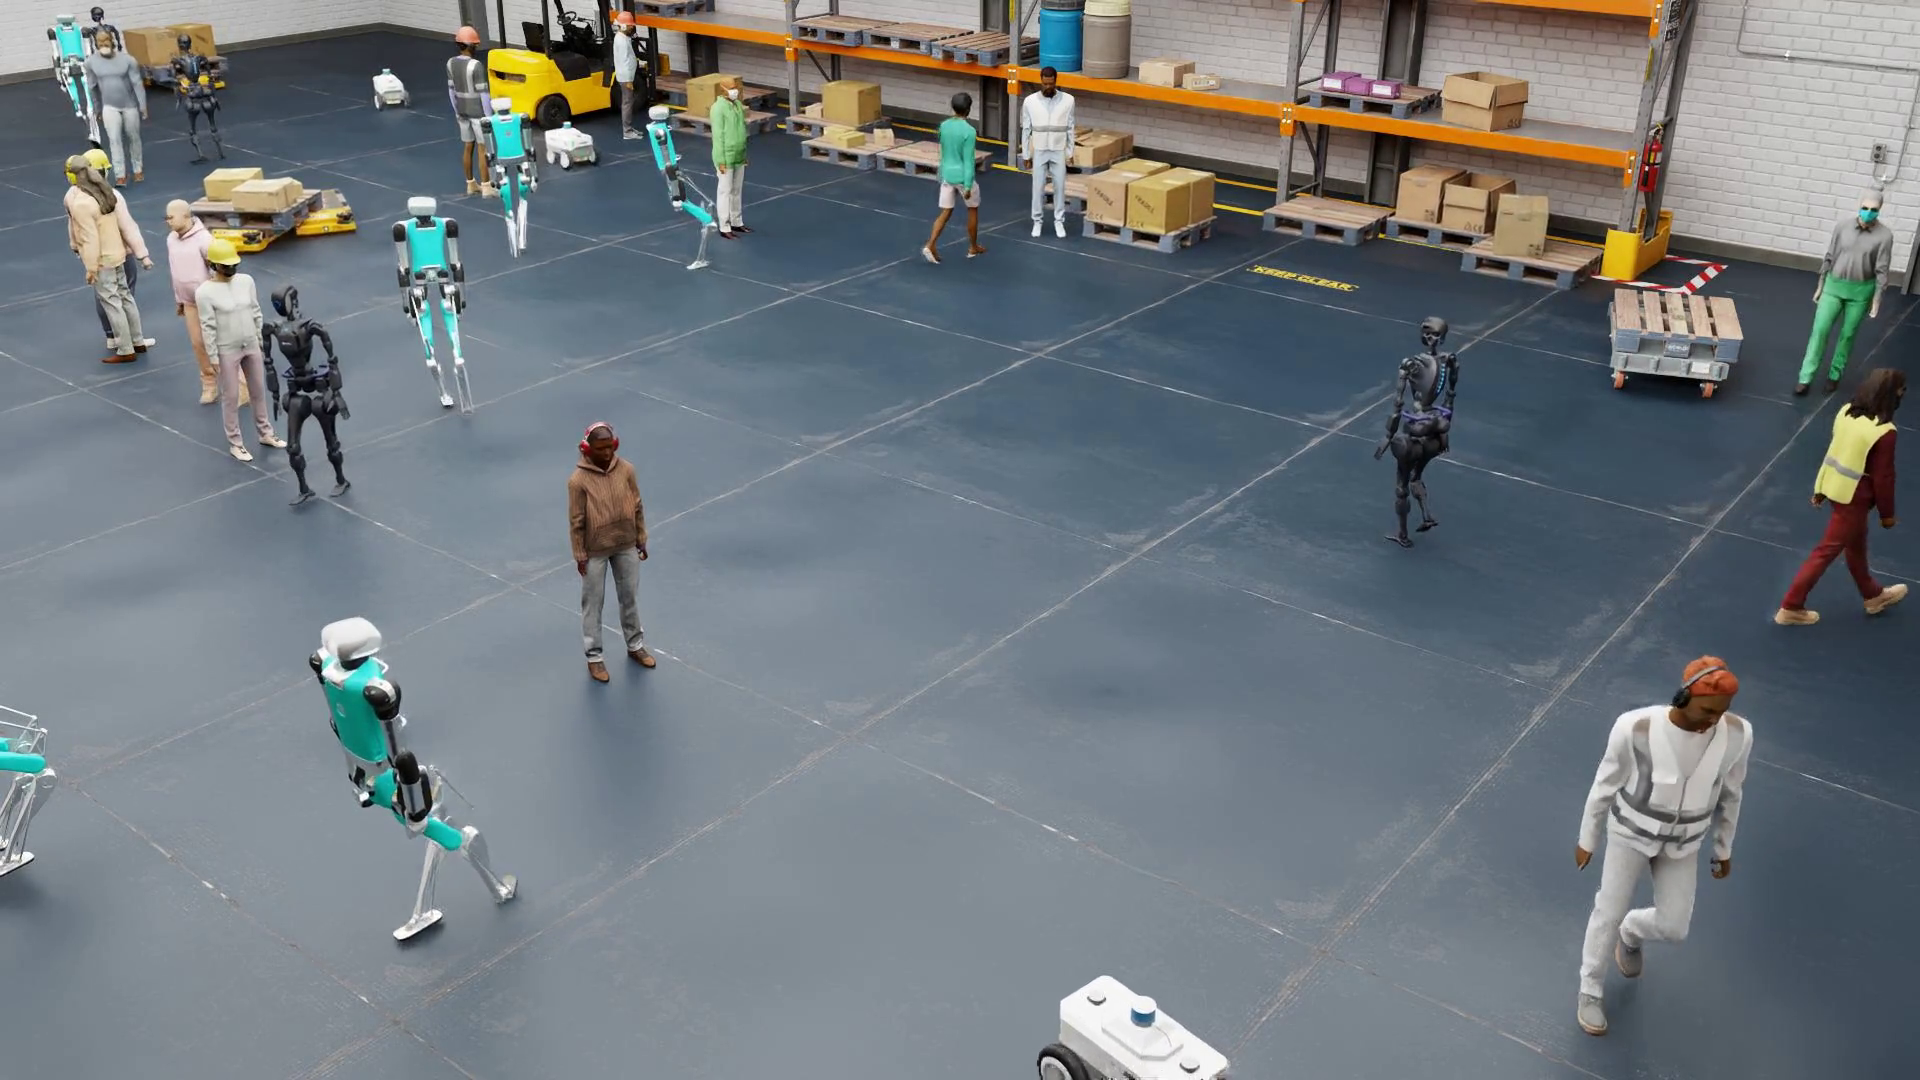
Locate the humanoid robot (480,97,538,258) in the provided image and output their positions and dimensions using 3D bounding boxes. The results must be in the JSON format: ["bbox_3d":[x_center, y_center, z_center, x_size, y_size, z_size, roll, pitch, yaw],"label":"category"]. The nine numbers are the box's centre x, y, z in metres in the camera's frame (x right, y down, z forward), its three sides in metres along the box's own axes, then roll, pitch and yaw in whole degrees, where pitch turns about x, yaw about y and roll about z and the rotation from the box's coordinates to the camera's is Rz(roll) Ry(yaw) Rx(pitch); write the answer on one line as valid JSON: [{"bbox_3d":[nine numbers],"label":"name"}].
[{"bbox_3d":[-4.875,-3.897,18.054,0.553,1.872,0.746,-10,28,-20],"label":"humanoid robot"}]

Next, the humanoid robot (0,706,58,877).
[{"bbox_3d":[-4.724,0.836,7.996,0.735,1.677,0.533,-21,33,-37],"label":"humanoid robot"}]

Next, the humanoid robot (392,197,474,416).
[{"bbox_3d":[-4.328,-1.854,13.839,0.546,1.881,0.822,-11,28,-21],"label":"humanoid robot"}]

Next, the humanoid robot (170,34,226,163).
[{"bbox_3d":[-10.126,-5.866,22.094,0.394,1.639,0.593,20,32,35],"label":"humanoid robot"}]

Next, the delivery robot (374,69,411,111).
[{"bbox_3d":[-8.776,-6.913,25.581,0.499,0.614,0.818,-12,28,-24],"label":"delivery robot"}]

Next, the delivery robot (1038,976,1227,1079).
[{"bbox_3d":[0.728,2.133,6.832,0.499,0.602,0.801,-21,33,-36],"label":"delivery robot"}]

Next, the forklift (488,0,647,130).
[{"bbox_3d":[-5.874,-7.334,24.552,1.214,2.155,2.313,19,32,34],"label":"forklift"}]

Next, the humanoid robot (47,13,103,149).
[{"bbox_3d":[-12.162,-6.282,22.934,0.531,1.798,0.967,-11,28,-22],"label":"humanoid robot"}]

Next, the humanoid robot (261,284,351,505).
[{"bbox_3d":[-4.768,-1.053,12.139,0.604,1.646,0.557,2,26,5],"label":"humanoid robot"}]

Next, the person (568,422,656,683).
[{"bbox_3d":[-2.086,0.052,9.881,0.460,1.644,0.314,-16,30,-30],"label":"person"}]

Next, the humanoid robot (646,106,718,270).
[{"bbox_3d":[-2.842,-3.676,17.531,0.809,1.792,0.535,-7,27,-14],"label":"humanoid robot"}]

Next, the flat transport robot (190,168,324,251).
[{"bbox_3d":[-8.018,-3.570,18.965,0.659,0.231,1.431,2,26,4],"label":"flat transport robot"}]

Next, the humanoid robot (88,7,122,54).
[{"bbox_3d":[-12.432,-6.921,24.284,0.367,1.651,0.602,12,28,24],"label":"humanoid robot"}]

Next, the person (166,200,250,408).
[{"bbox_3d":[-6.338,-1.997,13.986,0.566,1.774,0.417,8,27,16],"label":"person"}]

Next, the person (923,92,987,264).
[{"bbox_3d":[-0.052,-3.874,17.825,0.494,1.809,0.898,17,31,31],"label":"person"}]

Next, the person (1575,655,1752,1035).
[{"bbox_3d":[2.961,1.261,7.123,0.653,1.865,0.506,2,26,4],"label":"person"}]

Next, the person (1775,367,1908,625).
[{"bbox_3d":[5.691,-0.256,10.424,0.918,1.724,0.473,0,26,0],"label":"person"}]

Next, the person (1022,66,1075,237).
[{"bbox_3d":[0.993,-4.380,18.763,0.596,1.909,0.398,-1,26,-3],"label":"person"}]

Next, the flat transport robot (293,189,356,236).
[{"bbox_3d":[-7.561,-3.867,19.580,0.659,0.231,1.431,-12,28,-23],"label":"flat transport robot"}]

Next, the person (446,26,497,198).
[{"bbox_3d":[-5.937,-5.233,20.375,0.613,2.038,0.392,15,30,29],"label":"person"}]

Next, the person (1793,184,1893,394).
[{"bbox_3d":[7.520,-2.086,14.093,0.551,1.824,0.725,17,31,32],"label":"person"}]

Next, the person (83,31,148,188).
[{"bbox_3d":[-10.528,-5.383,20.844,0.650,1.897,0.927,-10,28,-20],"label":"person"}]

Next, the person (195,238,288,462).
[{"bbox_3d":[-5.605,-1.483,12.930,0.333,1.759,0.526,15,30,28],"label":"person"}]

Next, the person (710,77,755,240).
[{"bbox_3d":[-2.583,-4.311,18.758,0.384,1.784,0.537,12,28,23],"label":"person"}]

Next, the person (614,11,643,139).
[{"bbox_3d":[-4.674,-6.543,23.430,0.352,1.740,0.571,-6,26,-12],"label":"person"}]

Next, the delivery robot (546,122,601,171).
[{"bbox_3d":[-5.193,-5.251,22.102,0.499,0.583,0.758,-23,34,-39],"label":"delivery robot"}]

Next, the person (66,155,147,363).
[{"bbox_3d":[-7.674,-2.516,14.937,0.390,1.874,0.561,0,26,0],"label":"person"}]

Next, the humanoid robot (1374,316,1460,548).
[{"bbox_3d":[3.168,-0.734,11.469,0.613,1.650,0.375,-13,29,-25],"label":"humanoid robot"}]

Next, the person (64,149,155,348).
[{"bbox_3d":[-7.784,-2.625,15.189,0.814,1.854,0.432,7,27,15],"label":"person"}]

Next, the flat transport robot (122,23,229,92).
[{"bbox_3d":[-12.705,-7.513,27.130,1.431,0.231,0.659,18,31,33],"label":"flat transport robot"}]

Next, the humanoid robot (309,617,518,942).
[{"bbox_3d":[-2.442,1.104,7.698,0.552,1.866,0.838,18,31,33],"label":"humanoid robot"}]
